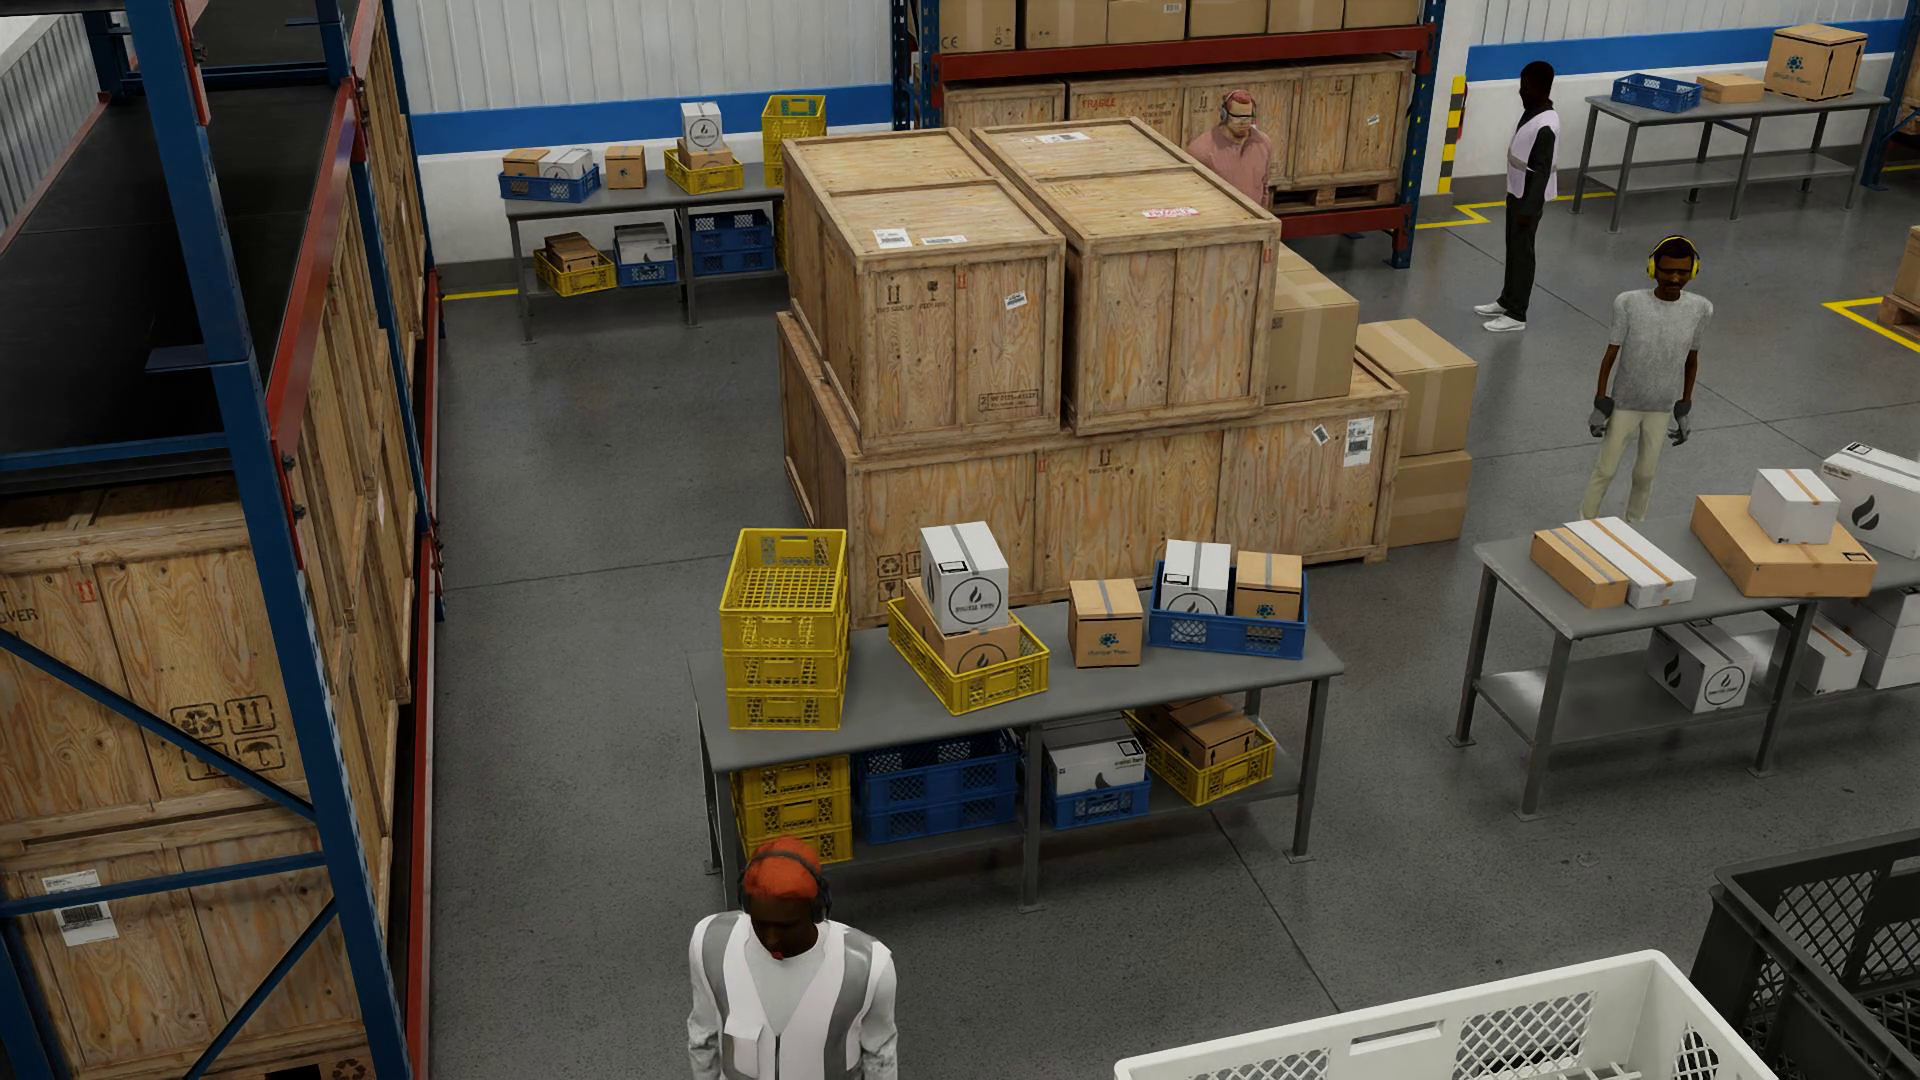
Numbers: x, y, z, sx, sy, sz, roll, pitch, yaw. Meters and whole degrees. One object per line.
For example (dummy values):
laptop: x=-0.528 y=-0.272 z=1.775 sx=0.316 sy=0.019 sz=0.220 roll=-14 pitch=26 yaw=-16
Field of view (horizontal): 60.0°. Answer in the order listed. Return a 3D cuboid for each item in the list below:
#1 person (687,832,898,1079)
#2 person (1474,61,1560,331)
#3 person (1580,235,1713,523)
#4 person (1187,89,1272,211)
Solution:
person: x=-0.453 y=1.581 z=4.560 sx=0.575 sy=1.884 sz=0.355 roll=4 pitch=29 yaw=7
person: x=4.017 y=-2.434 z=11.817 sx=0.386 sy=1.914 sz=0.587 roll=3 pitch=29 yaw=6
person: x=3.568 y=-0.687 z=8.689 sx=0.520 sy=1.871 sz=0.326 roll=3 pitch=29 yaw=6
person: x=1.796 y=-2.062 z=11.150 sx=0.651 sy=1.904 sz=0.403 roll=-11 pitch=31 yaw=-20
